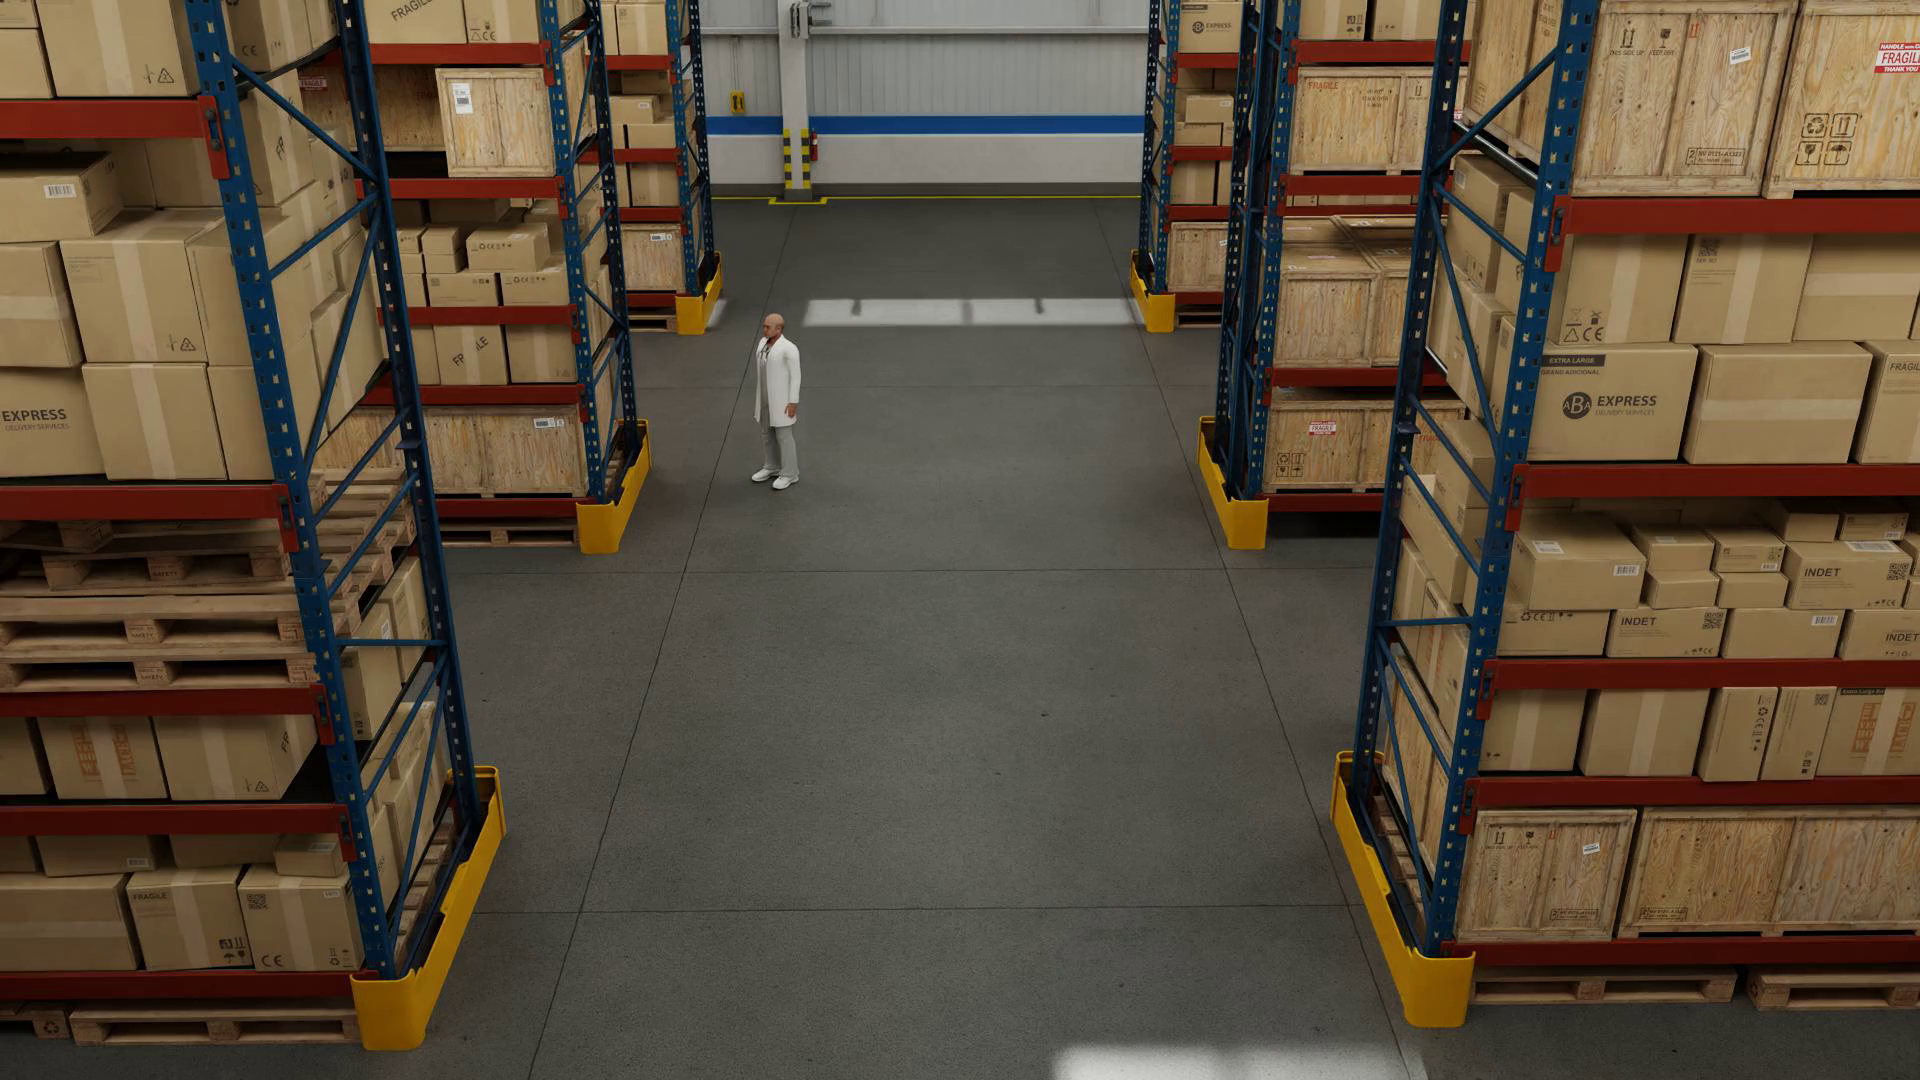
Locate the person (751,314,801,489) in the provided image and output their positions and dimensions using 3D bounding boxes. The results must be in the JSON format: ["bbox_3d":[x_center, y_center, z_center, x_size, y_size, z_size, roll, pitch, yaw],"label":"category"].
[{"bbox_3d":[-1.899,-1.418,16.888,0.576,1.781,0.397,21,32,38],"label":"person"}]
